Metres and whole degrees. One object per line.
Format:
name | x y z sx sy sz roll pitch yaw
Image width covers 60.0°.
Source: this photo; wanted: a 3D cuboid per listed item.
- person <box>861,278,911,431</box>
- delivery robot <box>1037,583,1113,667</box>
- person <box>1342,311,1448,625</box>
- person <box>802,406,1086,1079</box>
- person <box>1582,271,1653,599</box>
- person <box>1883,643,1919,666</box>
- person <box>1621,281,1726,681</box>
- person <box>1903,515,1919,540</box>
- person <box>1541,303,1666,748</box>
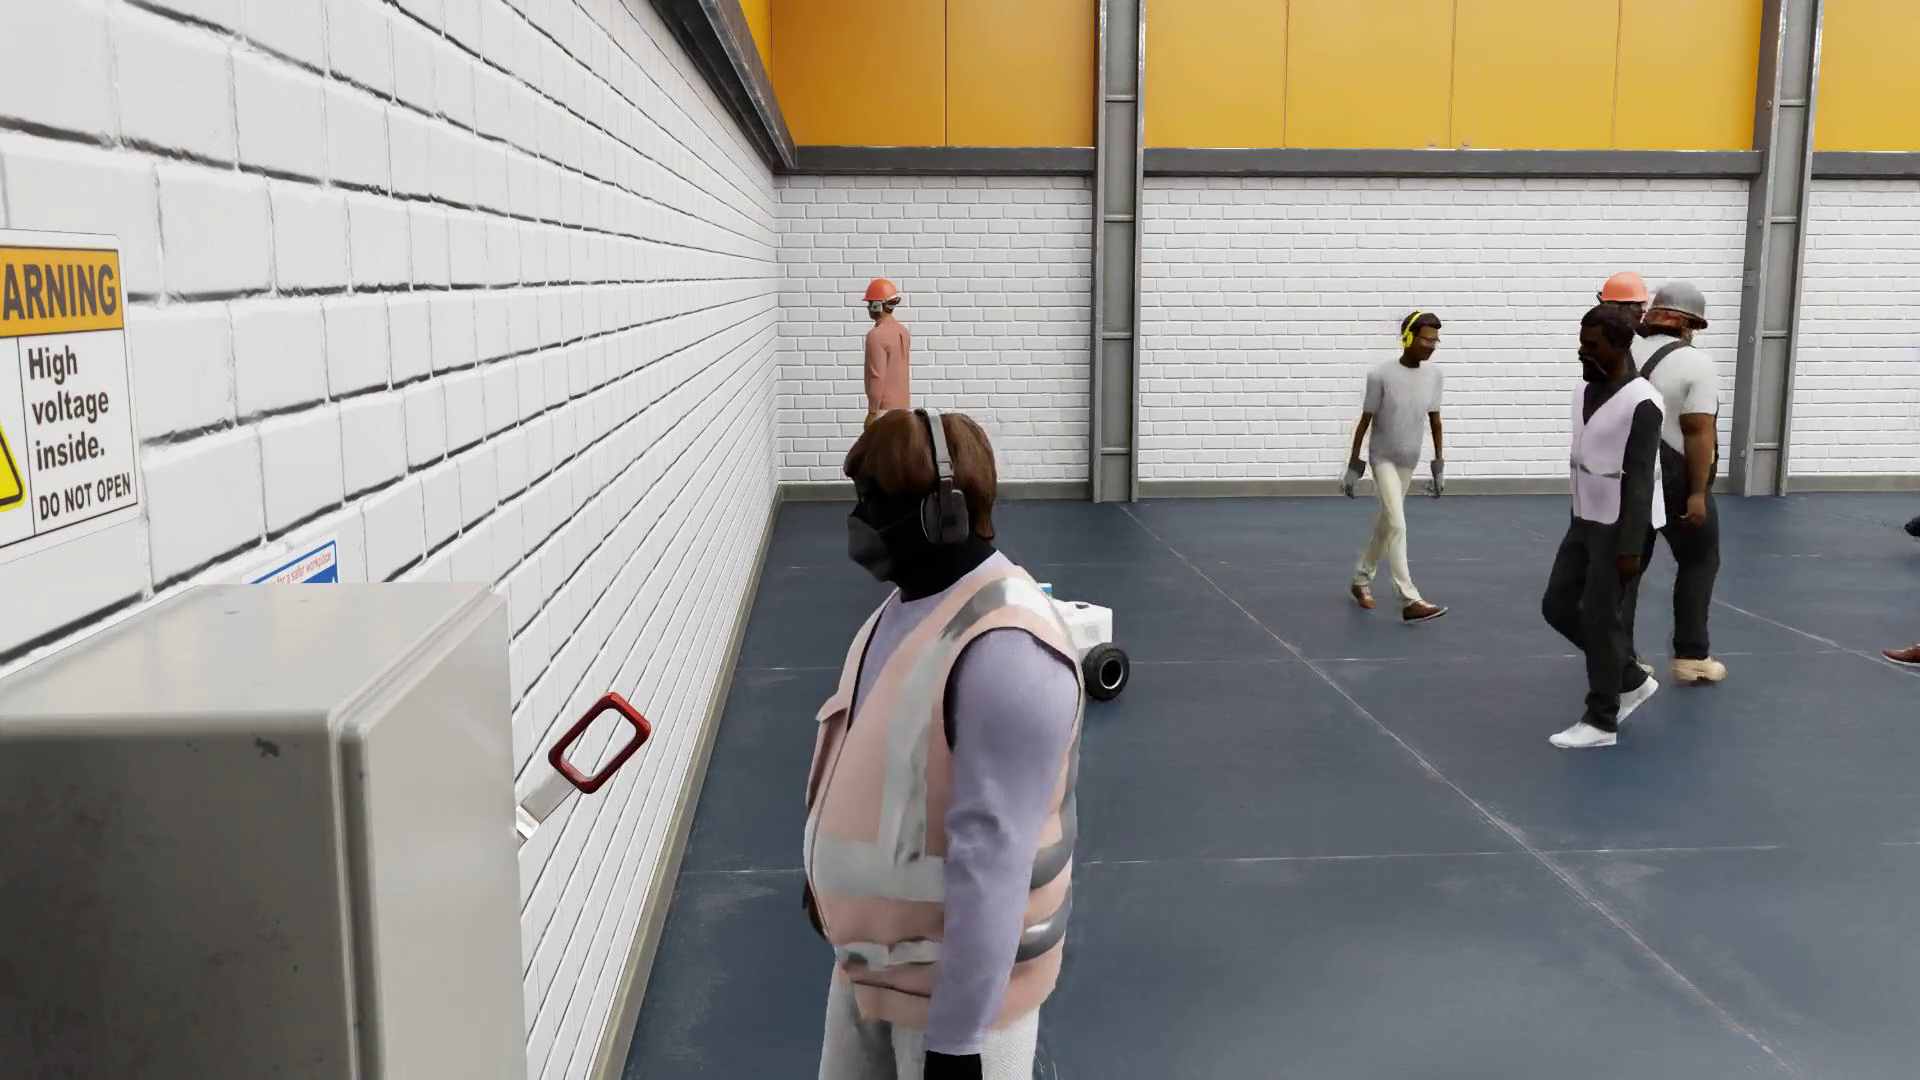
person | -0.589 -1.041 13.038 0.393 1.995 0.612 4 10 22
delivery robot | 0.380 0.448 7.900 0.707 0.478 0.477 -7 11 -36
person | 2.559 -0.427 9.775 0.561 1.815 1.001 -4 10 -22
person | -0.019 0.689 2.732 0.760 1.820 0.637 -4 10 -21
person | 4.075 -0.635 10.339 0.370 2.044 0.608 6 11 34
person | 5.208 -0.198 8.274 0.904 1.831 0.571 8 12 41
person | 3.489 -0.299 8.234 0.698 2.000 0.702 -5 10 -29
person | 7.053 -0.779 11.688 0.493 1.900 0.591 5 10 30
person | 2.750 -0.050 7.085 0.447 1.902 0.608 -1 9 -6
